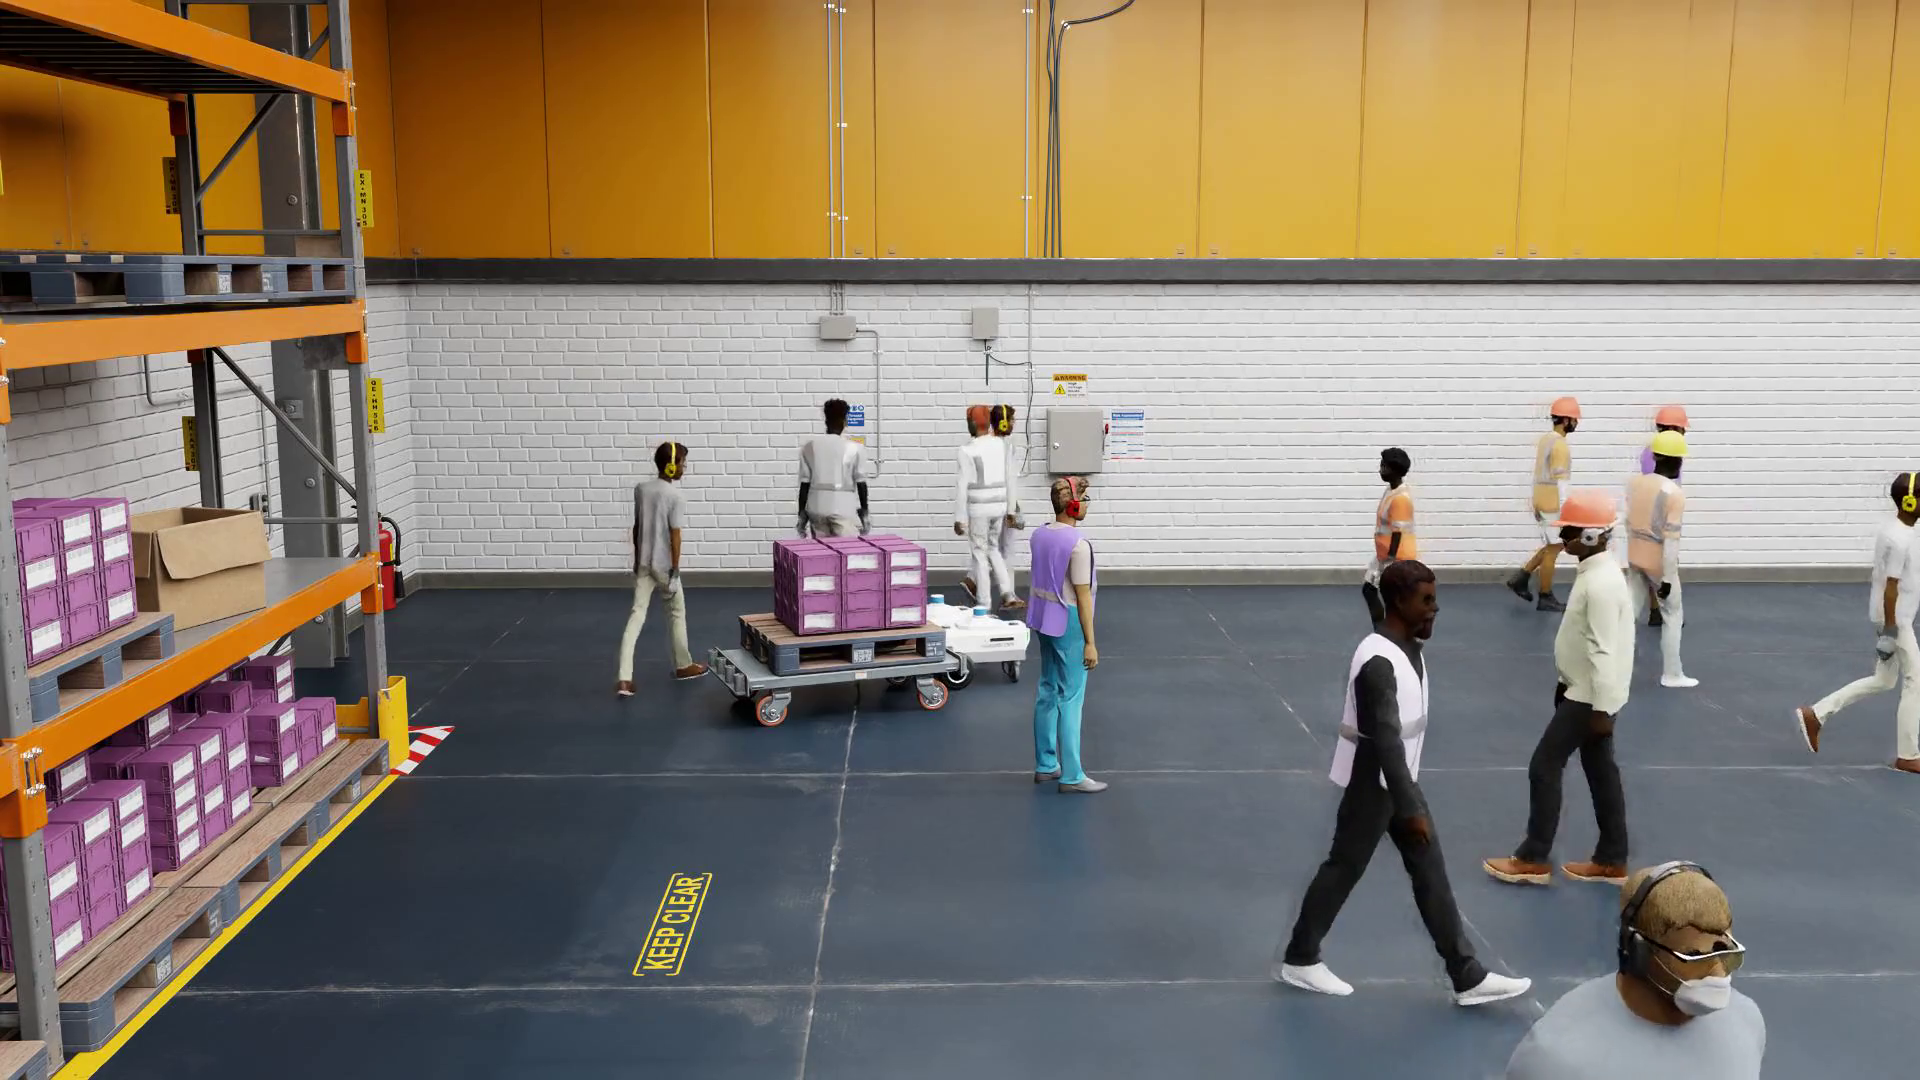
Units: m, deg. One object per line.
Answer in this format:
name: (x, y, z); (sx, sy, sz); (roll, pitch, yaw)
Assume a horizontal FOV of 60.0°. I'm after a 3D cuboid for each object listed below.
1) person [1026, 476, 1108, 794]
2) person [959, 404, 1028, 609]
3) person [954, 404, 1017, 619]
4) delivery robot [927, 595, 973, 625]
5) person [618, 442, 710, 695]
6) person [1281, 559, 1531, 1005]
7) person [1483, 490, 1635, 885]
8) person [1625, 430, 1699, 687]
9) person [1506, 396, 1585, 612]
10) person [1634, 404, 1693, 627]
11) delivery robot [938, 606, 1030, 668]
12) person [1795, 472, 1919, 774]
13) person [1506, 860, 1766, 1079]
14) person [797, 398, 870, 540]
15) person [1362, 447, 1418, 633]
person: (0.595, 0.548, 9.657); (0.389, 1.847, 0.563); (-5, 11, -28)
person: (0.344, -0.281, 14.743); (0.600, 1.847, 0.534); (-3, 10, -17)
person: (0.213, -0.231, 14.374); (0.603, 1.861, 0.394); (-7, 12, -37)
delivery robot: (-0.175, 0.659, 12.633); (0.707, 0.478, 0.477); (-8, 13, -41)
person: (-2.197, 0.196, 11.954); (0.610, 1.809, 0.986); (4, 10, 25)
person: (1.802, 1.007, 6.790); (1.011, 1.866, 0.598); (5, 11, 30)
person: (2.951, 0.731, 8.165); (0.819, 1.962, 0.647); (4, 10, 21)
person: (4.921, 0.152, 11.950); (0.885, 1.898, 0.591); (-3, 10, -18)
person: (5.234, -0.310, 14.710); (0.495, 1.922, 0.561); (1, 9, 7)
person: (5.828, -0.188, 13.966); (0.584, 1.920, 0.544); (0, 9, -1)
delivery robot: (0.147, 0.730, 12.205); (0.707, 0.478, 0.477); (-2, 9, -14)
person: (5.584, 0.485, 10.060); (0.786, 1.845, 0.521); (4, 10, 22)
person: (1.364, 1.545, 3.451); (0.644, 1.892, 1.051); (-3, 10, -18)
person: (-1.103, -0.243, 14.212); (0.624, 1.931, 0.797); (2, 9, 12)
person: (3.250, 0.125, 12.725); (0.540, 1.678, 0.560); (1, 9, 5)
